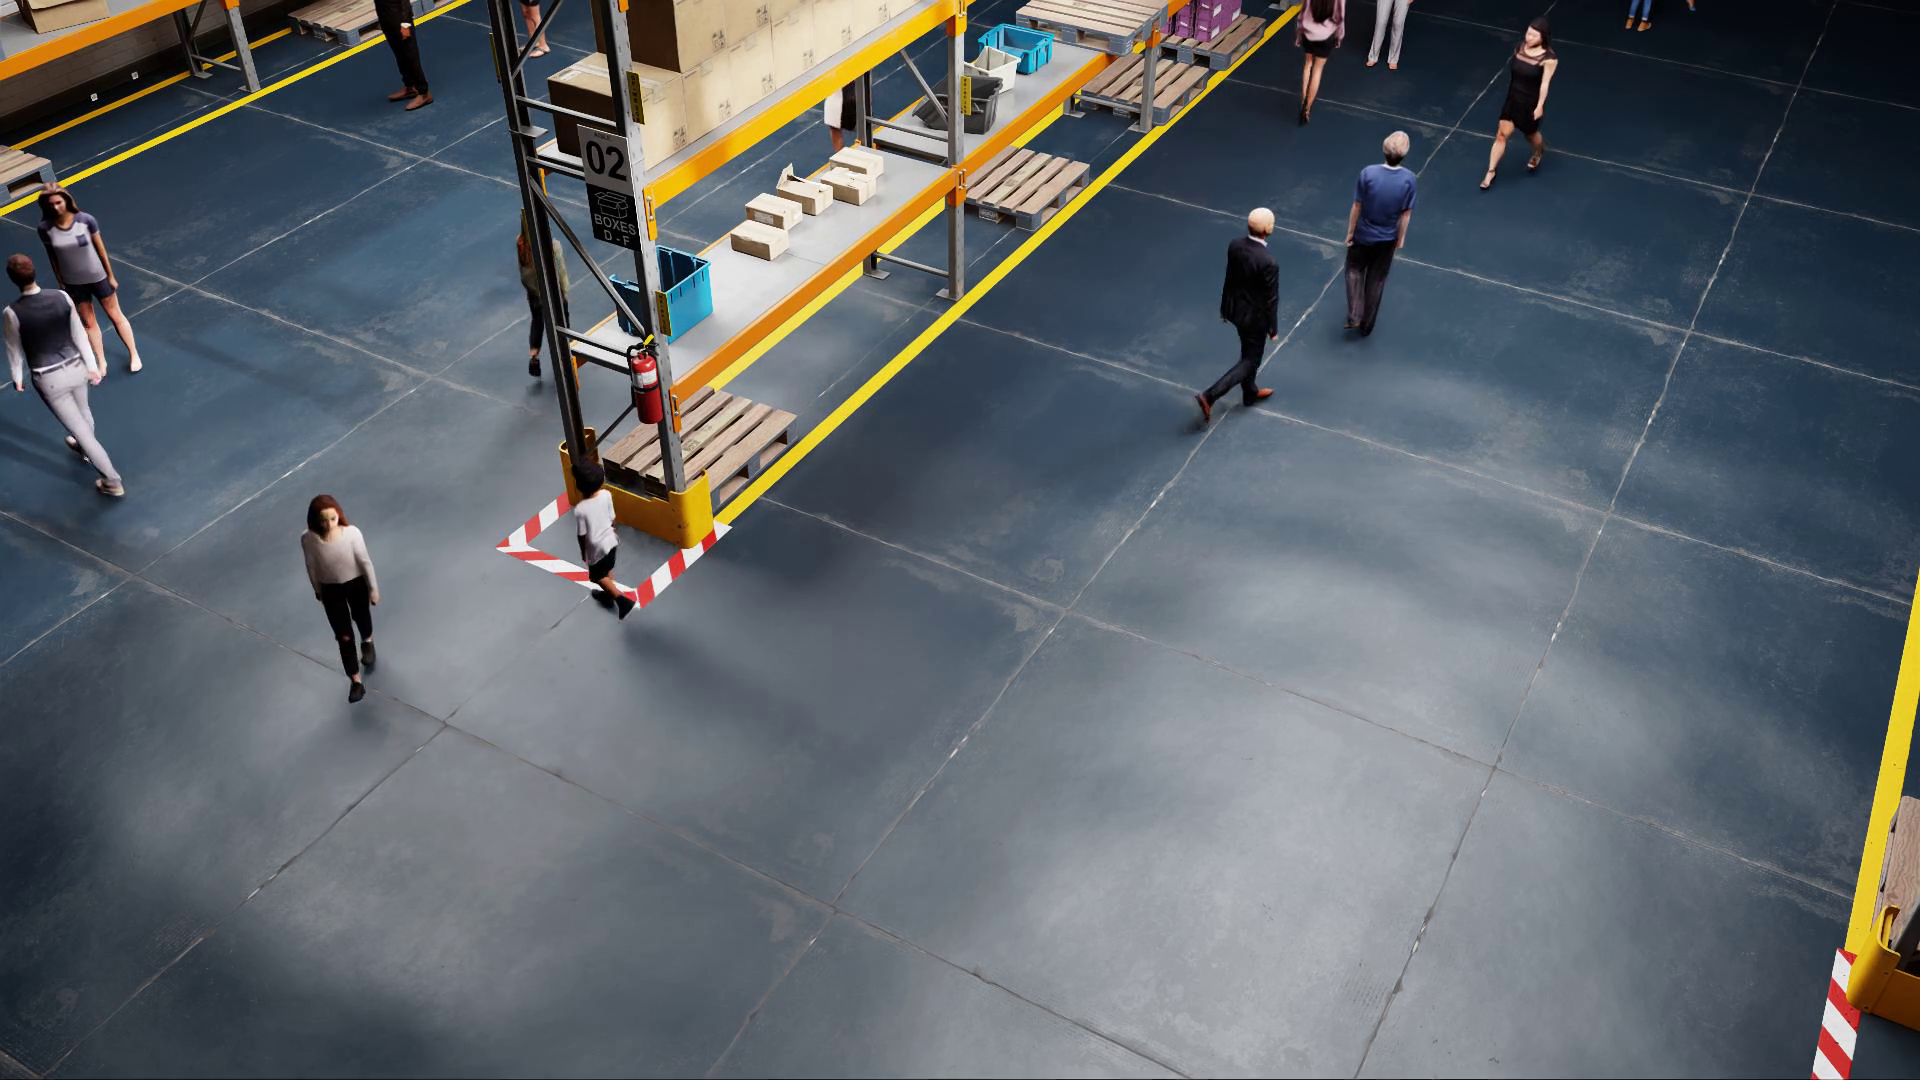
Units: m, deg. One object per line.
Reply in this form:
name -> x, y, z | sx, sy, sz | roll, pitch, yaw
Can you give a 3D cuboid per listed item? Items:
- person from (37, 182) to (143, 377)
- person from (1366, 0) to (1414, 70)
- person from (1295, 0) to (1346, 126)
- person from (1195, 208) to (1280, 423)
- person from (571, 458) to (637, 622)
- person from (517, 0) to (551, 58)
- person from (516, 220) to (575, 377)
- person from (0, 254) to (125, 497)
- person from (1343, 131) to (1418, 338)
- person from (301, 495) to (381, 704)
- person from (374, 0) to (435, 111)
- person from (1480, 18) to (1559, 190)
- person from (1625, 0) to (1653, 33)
person -> -7.066, -2.120, 13.466 | 0.670, 1.726, 0.736 | -11, 40, -13
person -> 4.841, -6.136, 18.457 | 0.648, 1.774, 0.618 | 10, 40, 12
person -> 3.678, -5.126, 17.171 | 0.665, 1.799, 0.619 | 16, 41, 19
person -> 2.195, -1.714, 12.913 | 1.210, 1.782, 1.037 | -20, 43, -23
person -> -2.384, 0.018, 11.172 | 0.597, 1.248, 0.695 | 26, 45, 29
person -> -4.901, -6.279, 18.810 | 0.630, 1.555, 0.605 | -30, 47, -32
person -> -3.412, -2.019, 13.554 | 0.798, 1.457, 0.997 | 5, 39, 7
person -> -6.495, -1.155, 12.115 | 0.805, 1.903, 1.076 | 23, 44, 26
person -> 3.459, -2.466, 13.799 | 0.794, 1.851, 0.844 | 5, 39, 7
person -> -3.953, 0.261, 10.704 | 0.932, 1.452, 0.971 | -10, 40, -13
person -> -5.966, -5.537, 17.602 | 0.737, 1.904, 0.767 | -28, 47, -31
person -> 5.541, -4.244, 16.166 | 1.196, 1.675, 0.943 | -25, 45, -28
person -> 8.056, -6.601, 19.458 | 0.520, 1.251, 0.521 | 27, 46, 30
